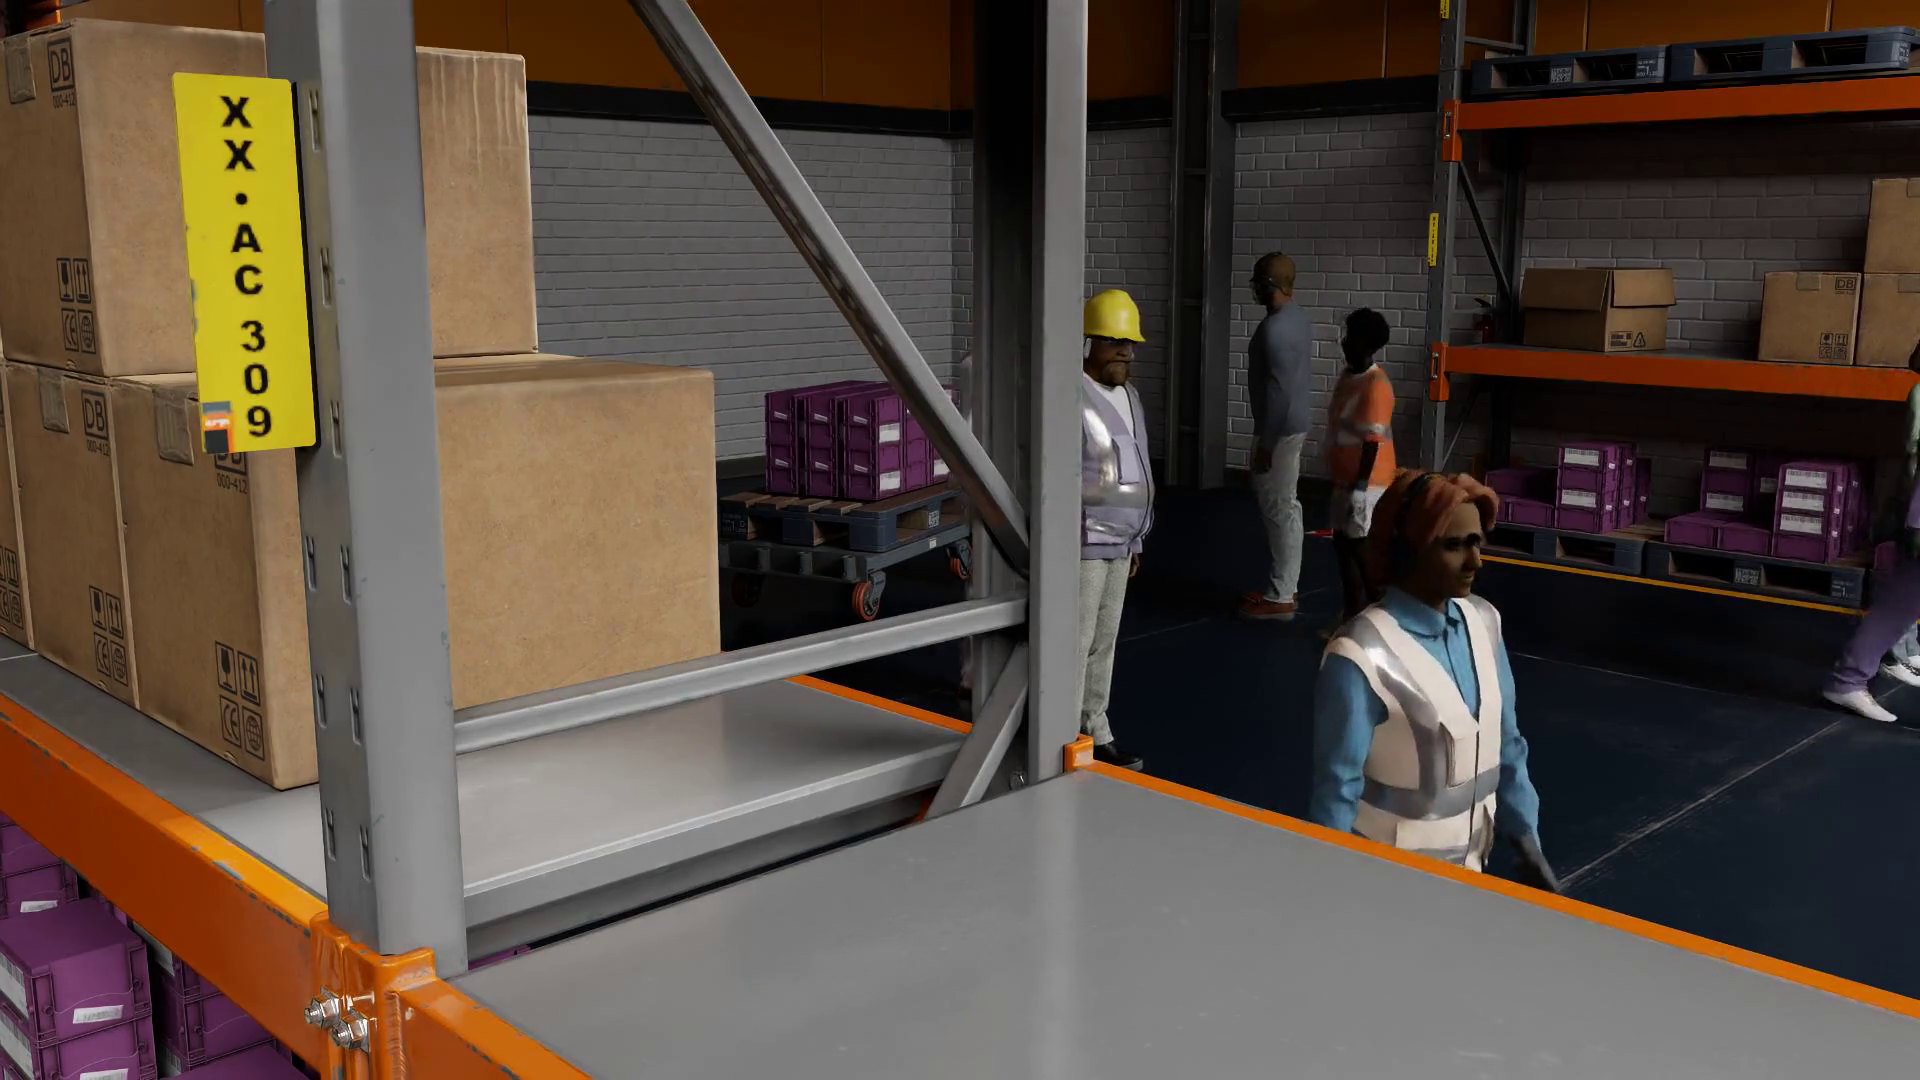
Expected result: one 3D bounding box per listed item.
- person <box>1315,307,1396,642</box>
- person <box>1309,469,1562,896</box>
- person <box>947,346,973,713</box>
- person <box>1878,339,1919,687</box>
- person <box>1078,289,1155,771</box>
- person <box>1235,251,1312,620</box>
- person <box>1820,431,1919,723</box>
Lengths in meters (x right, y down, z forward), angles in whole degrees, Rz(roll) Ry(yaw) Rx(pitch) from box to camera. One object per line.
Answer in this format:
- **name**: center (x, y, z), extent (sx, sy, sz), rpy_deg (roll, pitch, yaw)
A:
- **person**: center (1.939, -0.273, 8.031), extent (0.334, 1.683, 0.603), rpy_deg (0, 10, -1)
- **person**: center (0.880, 0.650, 3.216), extent (0.864, 1.594, 0.512), rpy_deg (10, 14, 43)
- **person**: center (0.124, -0.198, 7.118), extent (0.349, 1.873, 0.603), rpy_deg (2, 11, 11)
- **person**: center (4.393, -0.161, 7.535), extent (0.278, 1.633, 0.502), rpy_deg (10, 14, 43)
- **person**: center (0.511, 0.001, 6.118), extent (0.404, 1.828, 0.592), rpy_deg (6, 12, 30)
- **person**: center (1.673, -0.547, 8.807), extent (0.354, 1.936, 0.635), rpy_deg (4, 11, 19)
- **person**: center (4.043, -0.097, 6.663), extent (1.040, 1.827, 0.719), rpy_deg (8, 13, 37)
